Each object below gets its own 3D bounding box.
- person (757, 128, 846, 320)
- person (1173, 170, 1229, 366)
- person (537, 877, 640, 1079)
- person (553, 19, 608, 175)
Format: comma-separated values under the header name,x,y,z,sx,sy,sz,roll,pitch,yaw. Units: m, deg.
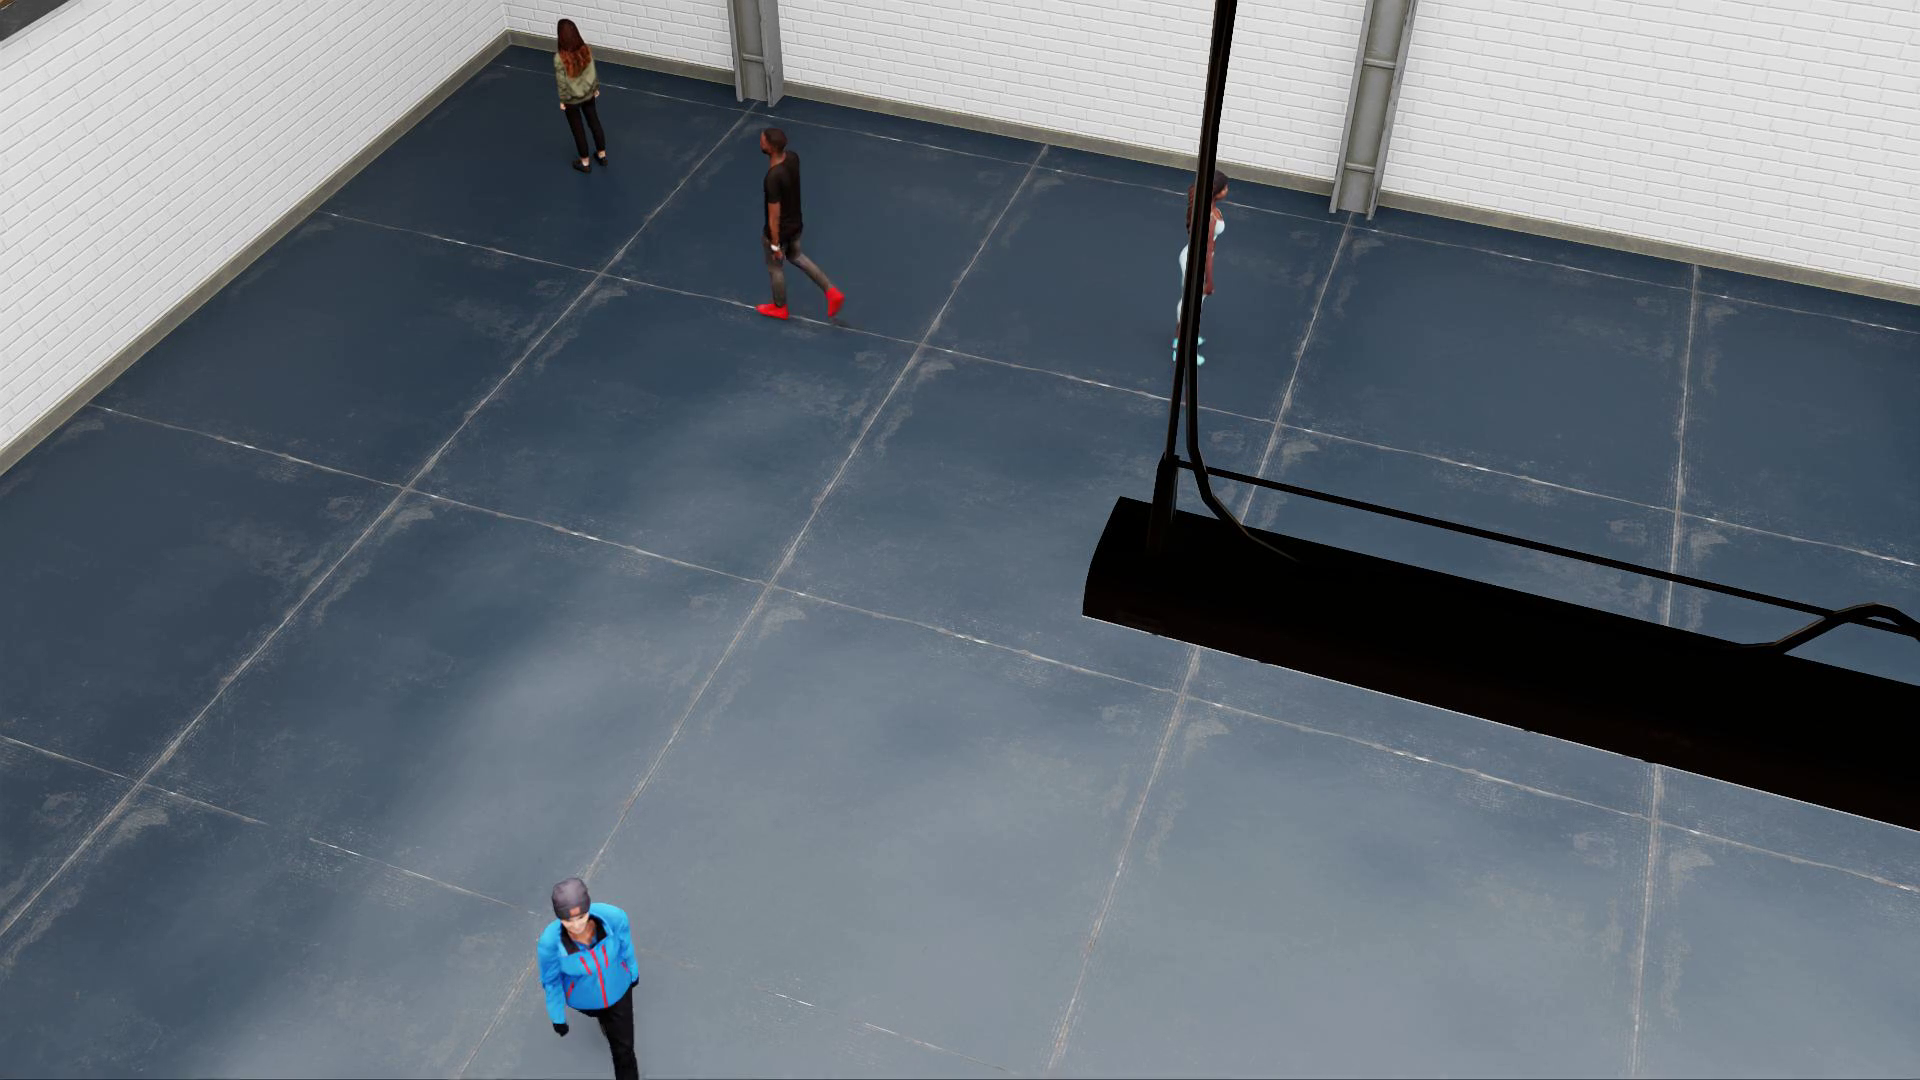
name,x,y,z,sx,sy,sz,roll,pitch,yaw
person,-1.332,-2.510,13.444,1.034,1.784,0.713,18,46,18
person,1.866,-2.159,13.118,0.659,1.725,0.645,-4,44,-4
person,-1.872,2.231,8.488,1.186,1.756,1.170,-13,45,-13
person,-3.516,-4.102,15.339,0.653,1.475,0.637,-34,53,-30
